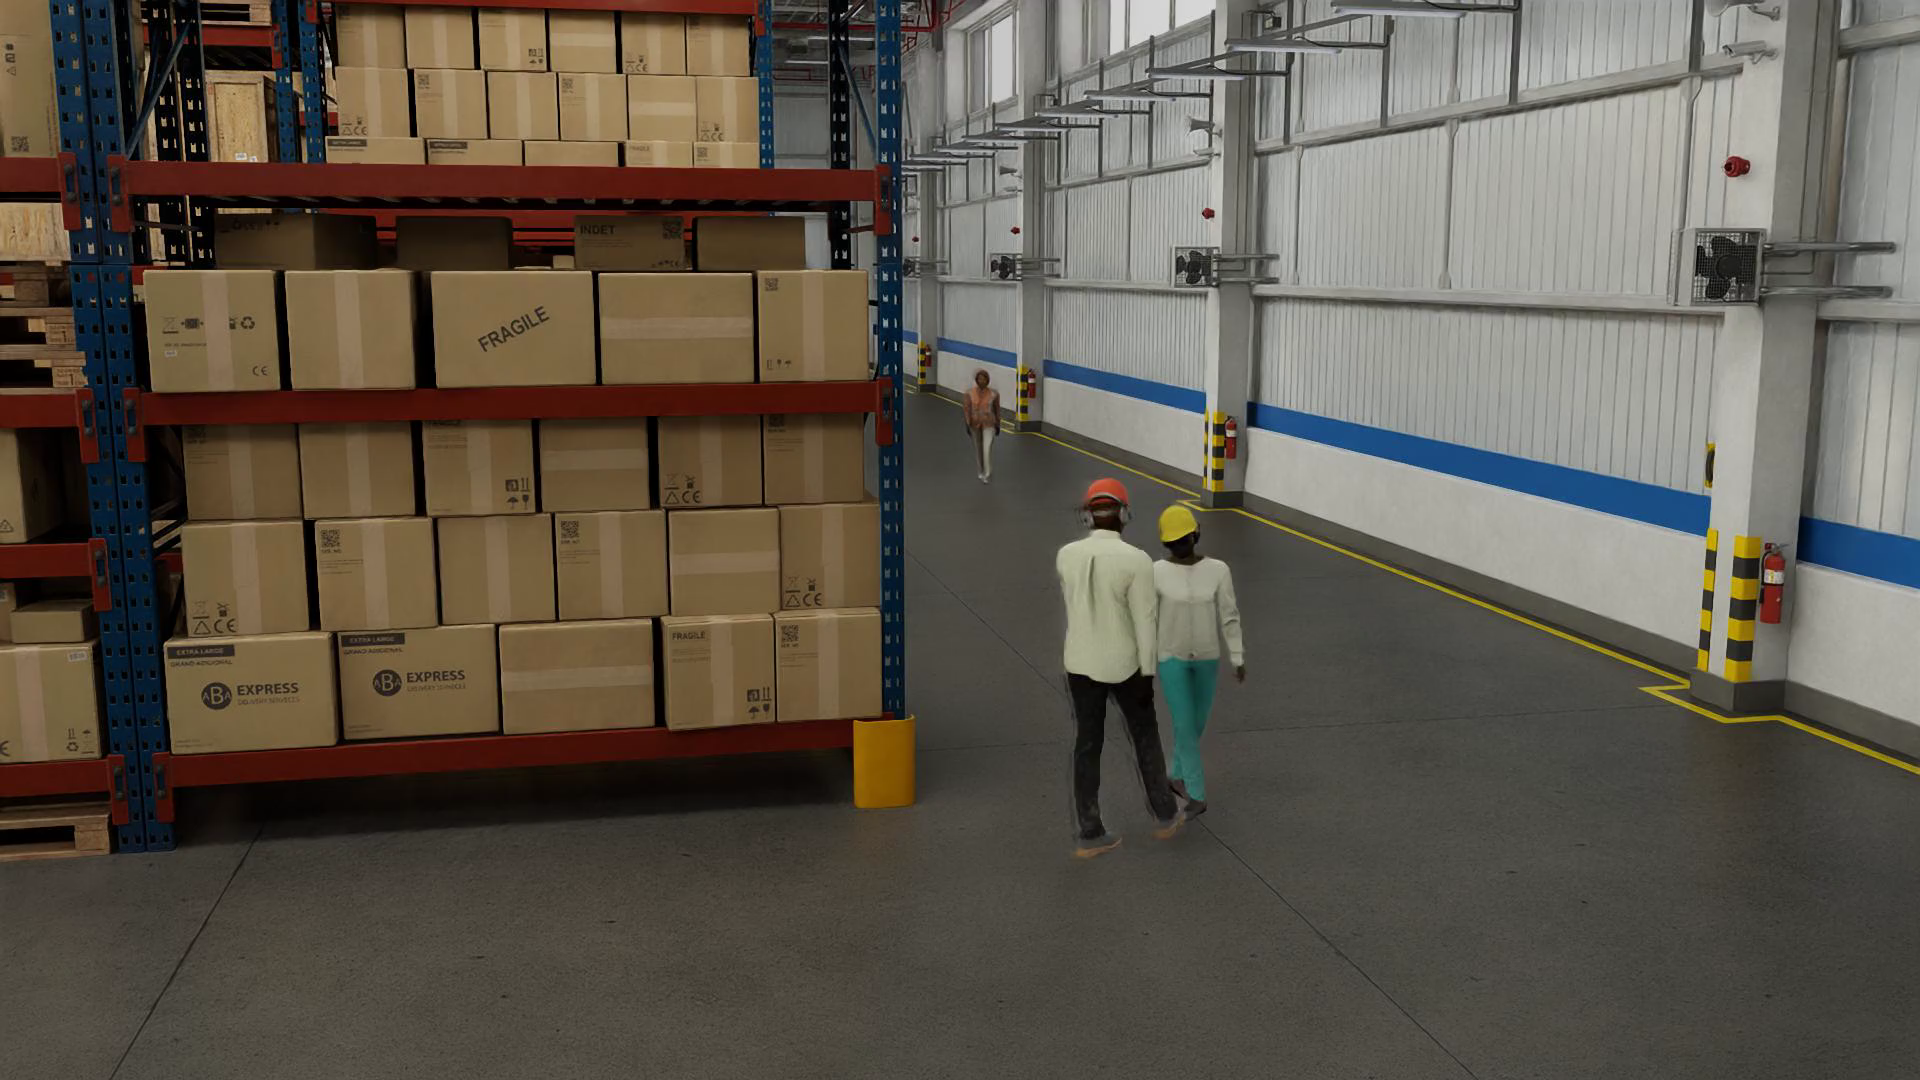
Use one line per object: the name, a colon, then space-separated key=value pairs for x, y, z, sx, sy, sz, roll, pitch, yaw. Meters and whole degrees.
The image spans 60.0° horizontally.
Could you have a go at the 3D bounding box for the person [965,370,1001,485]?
person: x=0.327 y=-1.617 z=23.572 sx=0.497 sy=1.593 sz=0.875 roll=1 pitch=9 yaw=8

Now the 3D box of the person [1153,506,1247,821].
person: x=1.277 y=0.662 z=9.283 sx=0.574 sy=1.732 sz=0.574 roll=-2 pitch=9 yaw=-10

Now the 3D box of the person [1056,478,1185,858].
person: x=0.819 y=0.645 z=8.774 sx=0.650 sy=1.922 sz=0.902 roll=6 pitch=11 yaw=34
